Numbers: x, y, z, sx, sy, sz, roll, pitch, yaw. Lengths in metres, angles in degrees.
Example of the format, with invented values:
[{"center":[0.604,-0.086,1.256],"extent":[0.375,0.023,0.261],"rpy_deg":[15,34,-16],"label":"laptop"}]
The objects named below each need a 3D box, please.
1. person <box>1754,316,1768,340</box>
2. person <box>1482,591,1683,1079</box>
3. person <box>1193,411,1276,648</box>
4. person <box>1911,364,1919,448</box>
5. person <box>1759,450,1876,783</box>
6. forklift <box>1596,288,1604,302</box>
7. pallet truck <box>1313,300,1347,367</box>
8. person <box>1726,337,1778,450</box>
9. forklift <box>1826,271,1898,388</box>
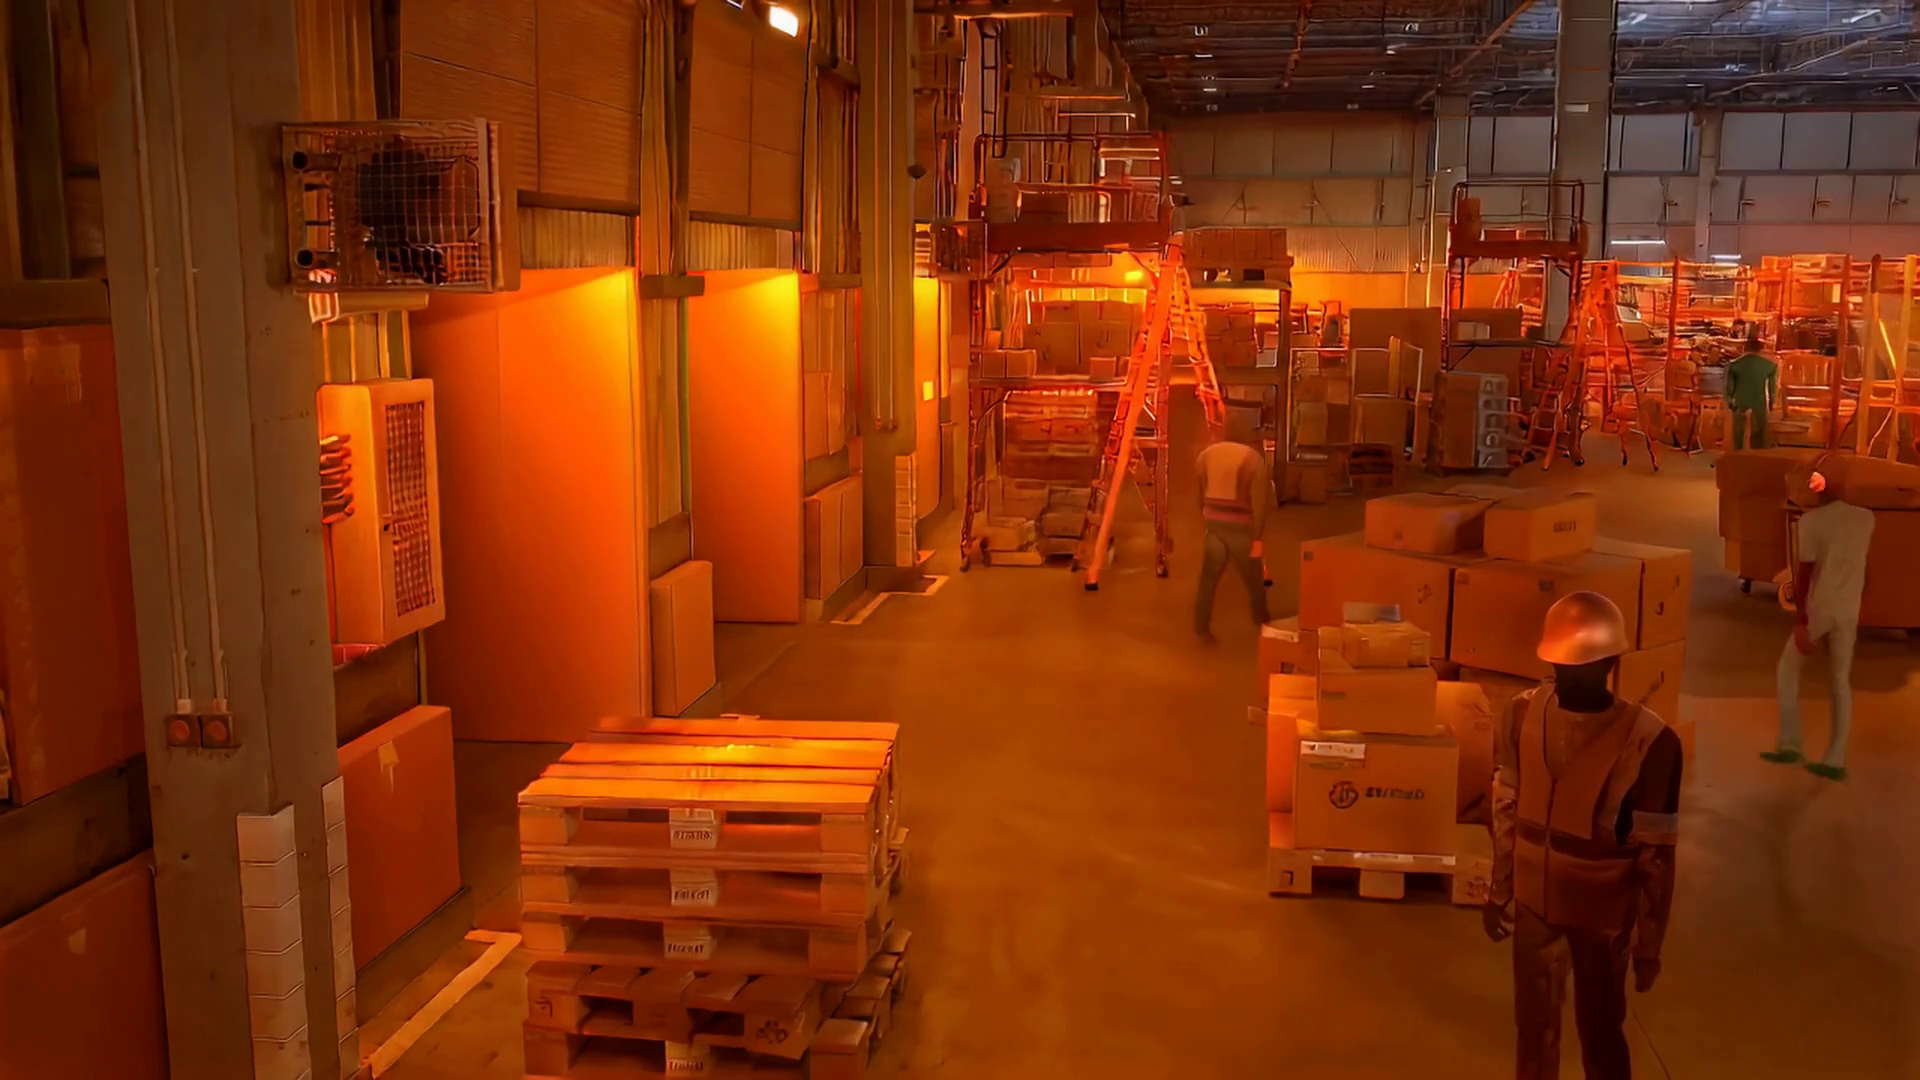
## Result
[{"center":[20.354,-4.832,42.225],"extent":[0.412,1.686,0.554],"rpy_deg":[8,12,41],"label":"person"},{"center":[1.842,1.091,5.008],"extent":[0.391,1.918,0.588],"rpy_deg":[-6,11,-34],"label":"person"},{"center":[2.095,-0.086,12.655],"extent":[0.644,1.792,0.949],"rpy_deg":[8,12,42],"label":"person"},{"center":[15.521,-2.336,26.706],"extent":[0.323,1.736,0.488],"rpy_deg":[5,10,28],"label":"person"},{"center":[4.846,0.418,9.377],"extent":[0.526,1.849,0.649],"rpy_deg":[-1,9,-6],"label":"person"},{"center":[16.978,-5.911,45.220],"extent":[1.129,2.768,1.873],"rpy_deg":[3,10,16],"label":"forklift"},{"center":[11.159,-6.200,49.718],"extent":[0.823,1.965,1.885],"rpy_deg":[4,10,26],"label":"pallet truck"},{"center":[10.992,-1.856,23.127],"extent":[0.635,1.937,0.411],"rpy_deg":[4,10,23],"label":"person"},{"center":[21.072,-4.771,38.191],"extent":[1.873,2.768,1.129],"rpy_deg":[1,9,9],"label":"forklift"}]
